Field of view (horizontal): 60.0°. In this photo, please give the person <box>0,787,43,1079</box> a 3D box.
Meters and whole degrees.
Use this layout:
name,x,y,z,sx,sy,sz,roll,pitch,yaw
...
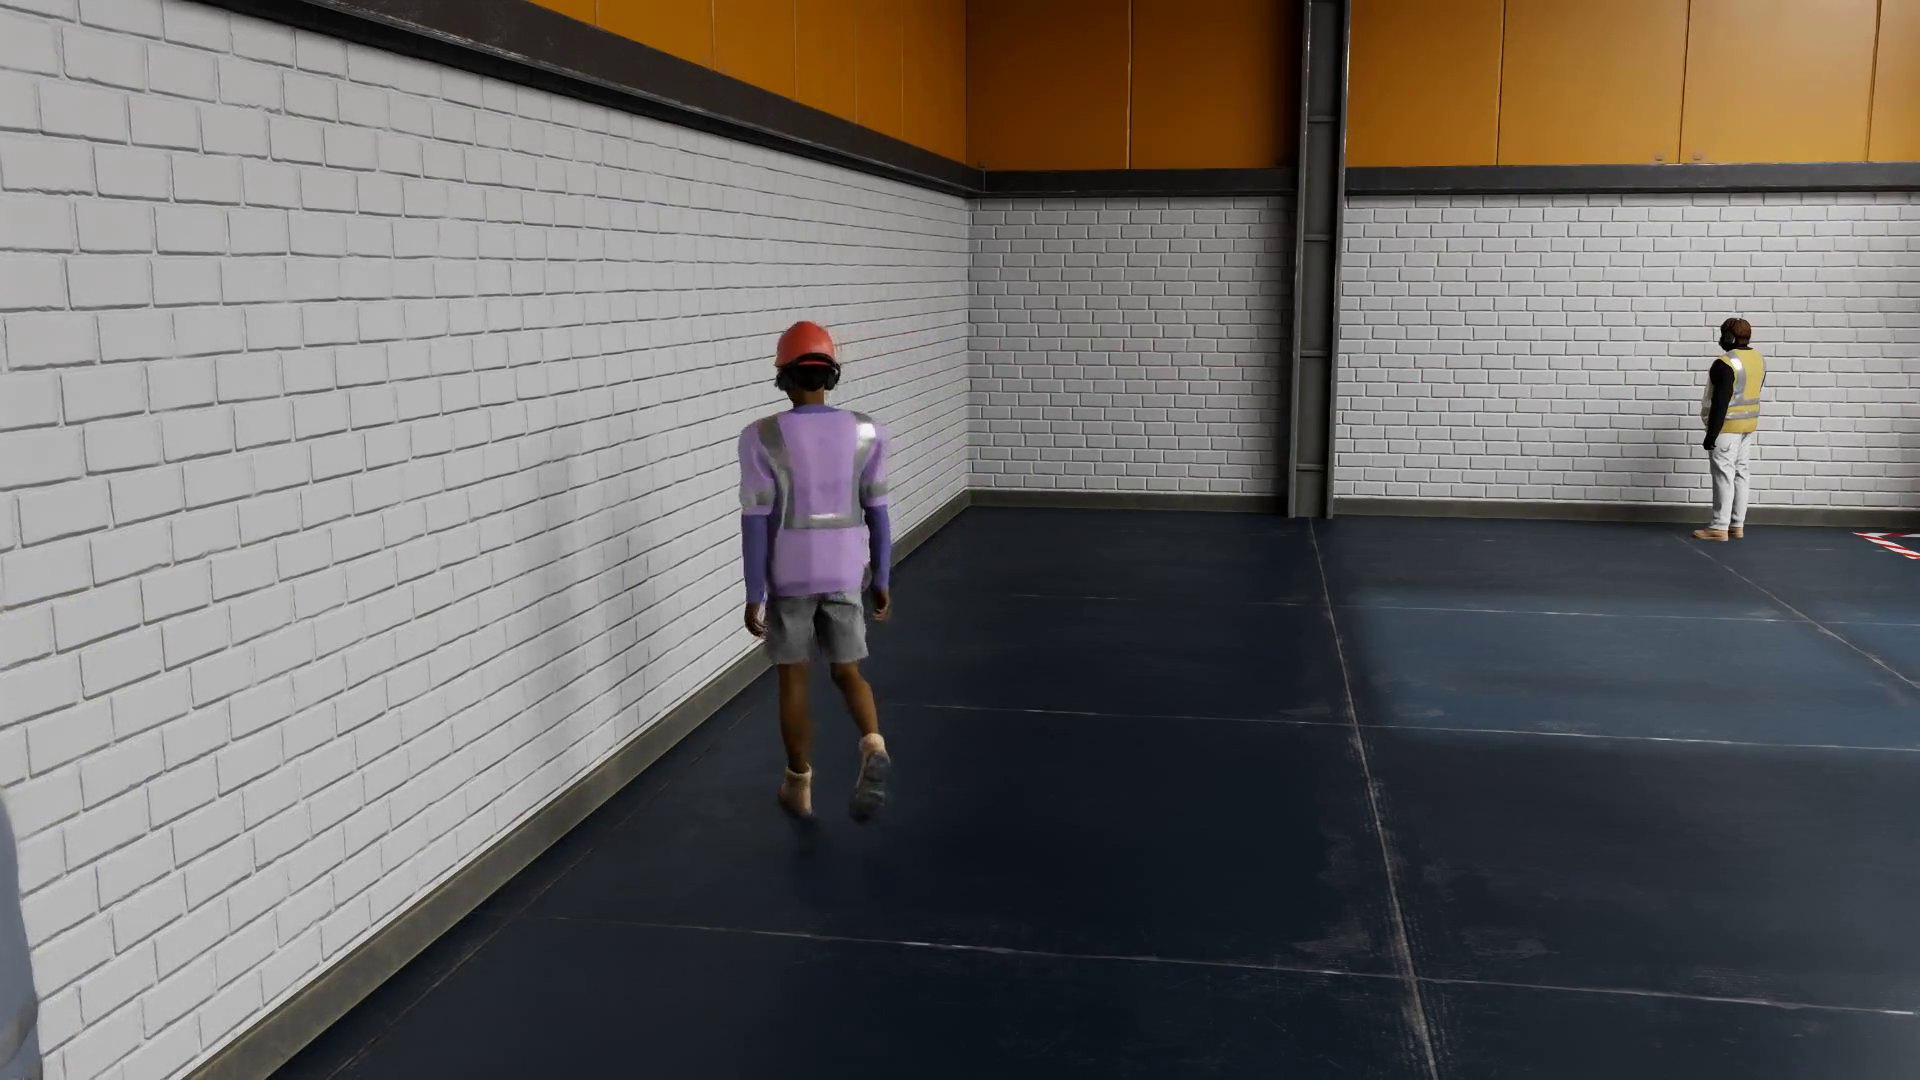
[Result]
name,x,y,z,sx,sy,sz,roll,pitch,yaw
person,-1.562,0.925,2.423,0.404,1.822,0.604,-3,10,-16

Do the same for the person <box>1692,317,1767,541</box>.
name,x,y,z,sx,sy,sz,roll,pitch,yaw
person,6.358,-0.913,13.770,0.626,1.844,0.429,-7,12,-37

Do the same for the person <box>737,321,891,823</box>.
name,x,y,z,sx,sy,sz,roll,pitch,yaw
person,-0.539,0.157,6.566,0.617,2.027,0.757,-4,10,-23
